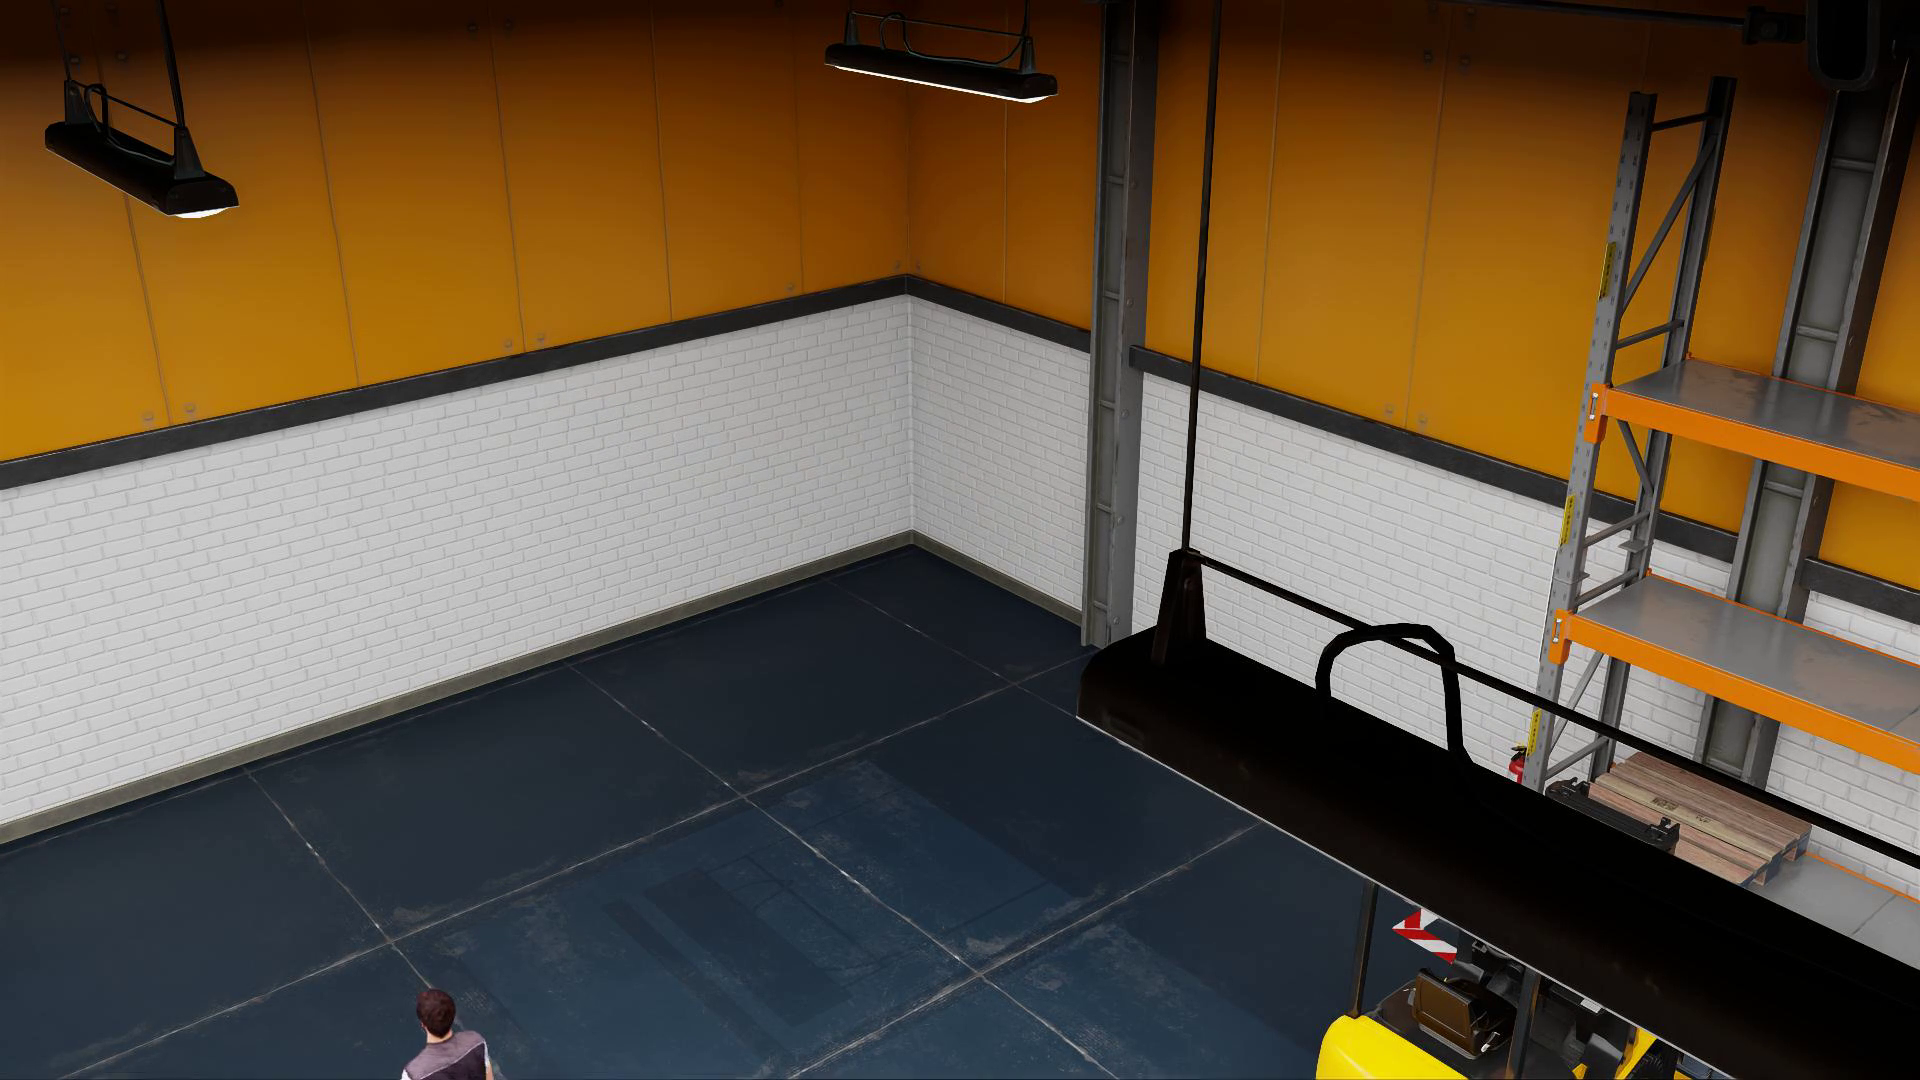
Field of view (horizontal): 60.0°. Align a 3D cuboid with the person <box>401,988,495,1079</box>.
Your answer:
[{"bbox_3d":[-2.662,3.231,8.873,1.111,1.822,0.815,17,29,33],"label":"person"}]
